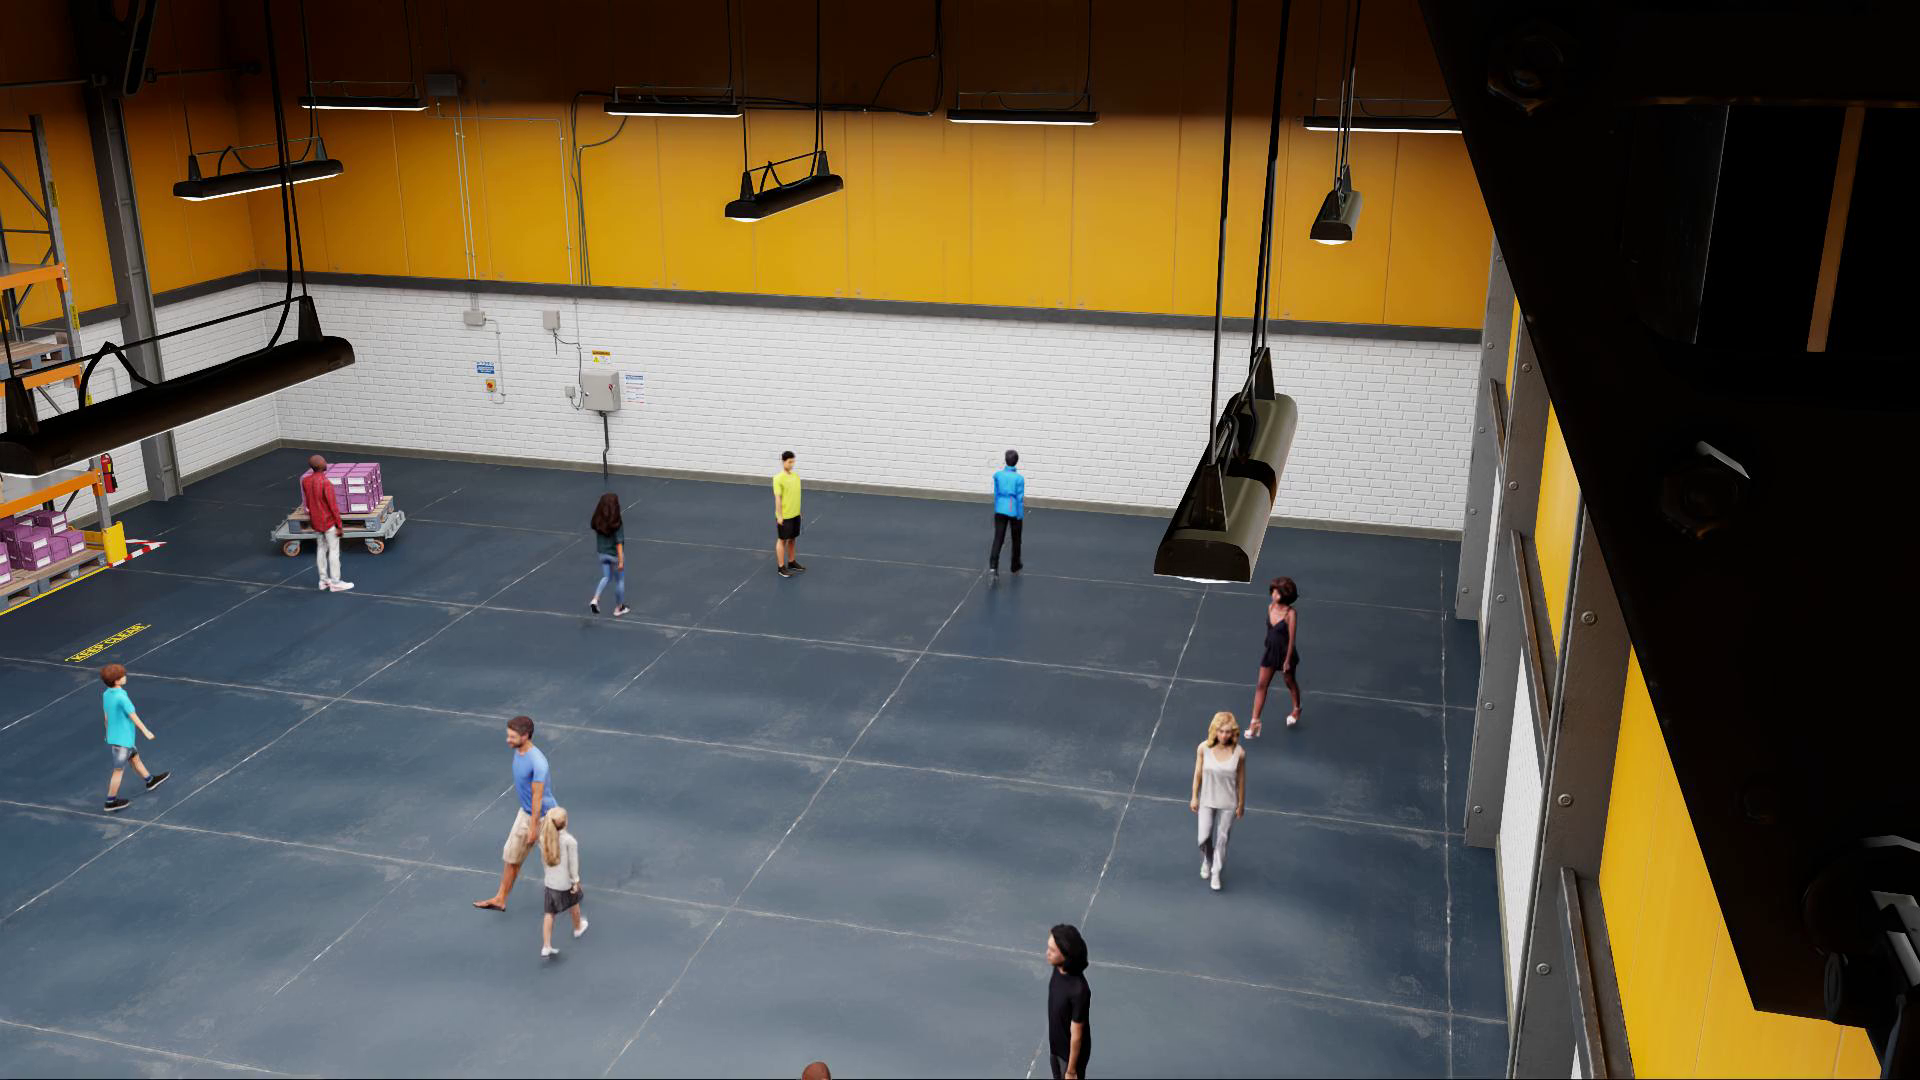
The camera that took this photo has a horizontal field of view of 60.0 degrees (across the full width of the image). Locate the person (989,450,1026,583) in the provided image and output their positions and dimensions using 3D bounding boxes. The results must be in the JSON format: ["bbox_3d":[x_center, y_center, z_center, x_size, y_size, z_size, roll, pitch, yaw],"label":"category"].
[{"bbox_3d":[0.593,-0.308,22.001,0.685,1.771,1.122,7,20,19],"label":"person"}]

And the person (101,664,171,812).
[{"bbox_3d":[-8.120,1.912,15.966,0.781,1.415,1.005,15,24,38],"label":"person"}]

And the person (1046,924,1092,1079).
[{"bbox_3d":[0.733,3.353,11.042,0.761,1.827,0.638,-4,19,-13],"label":"person"}]

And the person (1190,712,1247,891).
[{"bbox_3d":[2.277,2.242,14.599,0.638,1.663,0.627,4,19,10],"label":"person"}]

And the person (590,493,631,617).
[{"bbox_3d":[-4.397,0.216,20.707,0.682,1.603,0.878,9,21,25],"label":"person"}]

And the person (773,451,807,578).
[{"bbox_3d":[-2.316,-0.379,22.315,0.750,1.706,0.599,13,22,33],"label":"person"}]

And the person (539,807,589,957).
[{"bbox_3d":[-3.292,2.801,13.575,0.531,1.258,0.853,4,19,12],"label":"person"}]

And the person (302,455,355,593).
[{"bbox_3d":[-8.298,-0.236,21.714,0.725,1.819,0.656,10,21,28],"label":"person"}]

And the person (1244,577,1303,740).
[{"bbox_3d":[3.425,1.230,17.482,1.137,1.742,0.959,-15,24,-38],"label":"person"}]

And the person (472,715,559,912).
[{"bbox_3d":[-3.498,2.310,14.143,1.219,1.825,1.073,-13,23,-34],"label":"person"}]
